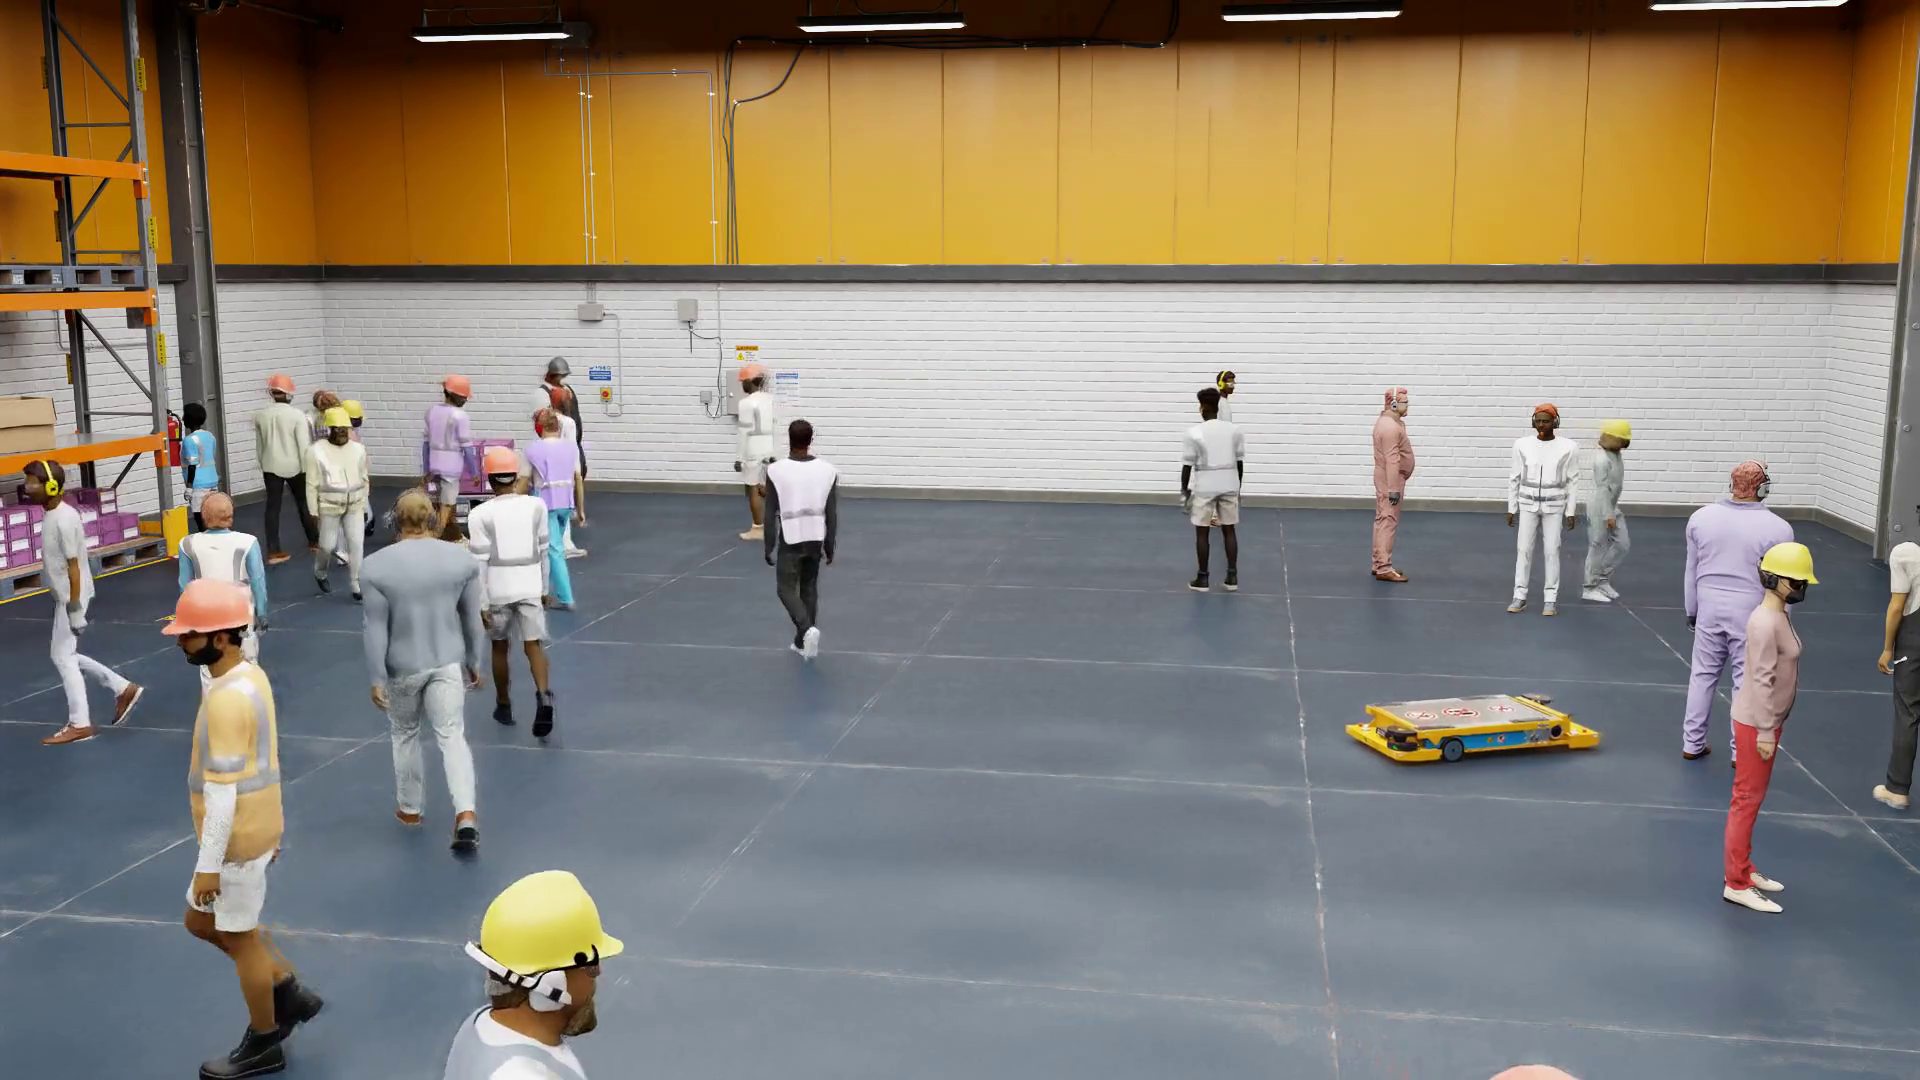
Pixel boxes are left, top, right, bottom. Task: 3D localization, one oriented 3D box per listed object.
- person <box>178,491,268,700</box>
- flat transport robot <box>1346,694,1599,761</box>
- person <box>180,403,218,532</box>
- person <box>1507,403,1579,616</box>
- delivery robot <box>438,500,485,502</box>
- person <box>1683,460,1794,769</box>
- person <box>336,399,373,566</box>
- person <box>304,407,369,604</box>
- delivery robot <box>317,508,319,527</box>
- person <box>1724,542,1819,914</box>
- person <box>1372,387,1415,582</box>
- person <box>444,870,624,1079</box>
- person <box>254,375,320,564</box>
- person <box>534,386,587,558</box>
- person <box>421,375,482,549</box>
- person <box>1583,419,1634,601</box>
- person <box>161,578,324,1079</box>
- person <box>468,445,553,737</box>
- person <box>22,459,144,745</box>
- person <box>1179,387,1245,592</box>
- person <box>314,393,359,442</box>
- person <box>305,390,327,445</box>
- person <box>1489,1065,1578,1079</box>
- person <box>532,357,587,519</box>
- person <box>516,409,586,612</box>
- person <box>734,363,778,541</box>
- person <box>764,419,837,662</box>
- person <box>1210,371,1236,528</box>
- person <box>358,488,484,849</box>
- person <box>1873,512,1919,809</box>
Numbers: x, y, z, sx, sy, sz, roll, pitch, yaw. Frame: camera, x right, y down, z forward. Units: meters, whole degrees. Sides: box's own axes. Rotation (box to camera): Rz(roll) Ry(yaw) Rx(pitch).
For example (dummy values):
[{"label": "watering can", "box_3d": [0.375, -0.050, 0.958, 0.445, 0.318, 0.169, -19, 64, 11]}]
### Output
[{"label": "person", "box_3d": [-4.715, 0.506, 10.674, 0.524, 1.639, 0.306, -2, 9, -9]}, {"label": "flat transport robot", "box_3d": [3.276, 1.190, 10.660, 1.431, 0.197, 0.652, -2, 10, -15]}, {"label": "person", "box_3d": [-7.827, -0.564, 17.124, 0.319, 1.699, 0.532, 0, 9, -1]}, {"label": "person", "box_3d": [5.149, -0.270, 14.727, 0.585, 1.882, 0.337, 5, 10, 28]}, {"label": "delivery robot", "box_3d": [-5.882, -0.492, 19.925, 0.707, 0.478, 0.477, -3, 9, -16]}, {"label": "person", "box_3d": [4.766, 0.456, 10.196, 0.401, 1.901, 0.646, -8, 12, -42]}, {"label": "person", "box_3d": [-6.223, -0.570, 17.014, 0.353, 1.739, 0.626, -6, 11, -34]}, {"label": "person", "box_3d": [-5.734, -0.331, 15.320, 0.599, 1.811, 0.761, -8, 12, -41]}, {"label": "delivery robot", "box_3d": [-7.016, -0.323, 18.870, 0.477, 0.478, 0.707, 0, 9, 1]}, {"label": "person", "box_3d": [3.878, 0.880, 7.977, 0.329, 1.763, 0.523, 5, 11, 30]}, {"label": "person", "box_3d": [4.268, -0.550, 16.394, 0.408, 1.906, 0.653, 1, 9, 7]}, {"label": "person", "box_3d": [-0.862, 1.576, 3.454, 0.421, 1.819, 0.620, -4, 10, -24]}, {"label": "person", "box_3d": [-7.104, -0.769, 17.619, 0.651, 1.942, 0.995, 1, 9, 6]}, {"label": "person", "box_3d": [-4.246, -0.677, 17.336, 0.583, 1.864, 0.822, 7, 11, 37]}, {"label": "person", "box_3d": [-5.281, -0.729, 17.320, 0.632, 1.969, 0.917, 7, 11, 35]}, {"label": "person", "box_3d": [5.910, -0.261, 15.232, 0.493, 1.714, 0.460, -9, 13, -44]}, {"label": "person", "box_3d": [-2.715, 1.090, 6.173, 0.400, 1.922, 0.549, -4, 10, -23]}, {"label": "person", "box_3d": [-2.921, 0.336, 10.907, 0.547, 1.917, 0.859, -5, 10, -29]}, {"label": "person", "box_3d": [-5.684, 0.385, 10.746, 0.539, 1.855, 0.561, -6, 11, -33]}, {"label": "person", "box_3d": [2.386, -0.476, 15.808, 0.643, 1.945, 0.488, -2, 9, -10]}, {"label": "person", "box_3d": [-7.392, -0.950, 19.778, 0.534, 1.608, 0.377, 0, 9, 1]}, {"label": "person", "box_3d": [-7.923, -1.069, 20.633, 0.534, 1.584, 0.730, -5, 10, -27]}, {"label": "person", "box_3d": [0.822, 1.695, 2.446, 0.548, 1.909, 0.738, -2, 9, -10]}, {"label": "person", "box_3d": [-4.819, -1.205, 20.044, 0.539, 2.000, 0.718, 5, 10, 28]}, {"label": "person", "box_3d": [-3.763, -0.280, 15.056, 0.959, 1.795, 0.586, 8, 12, 41]}, {"label": "person", "box_3d": [-2.266, -0.982, 18.723, 0.565, 2.023, 0.605, 4, 10, 25]}, {"label": "person", "box_3d": [-1.213, 0.015, 12.929, 0.596, 1.903, 0.722, -5, 10, -27]}, {"label": "person", "box_3d": [3.121, -1.086, 19.855, 0.313, 1.864, 0.530, 3, 10, 19]}, {"label": "person", "box_3d": [-2.808, 0.681, 8.807, 0.641, 1.907, 0.955, -6, 11, -31]}, {"label": "person", "box_3d": [5.461, 0.612, 9.375, 0.506, 1.847, 0.345, 1, 9, 8]}]
